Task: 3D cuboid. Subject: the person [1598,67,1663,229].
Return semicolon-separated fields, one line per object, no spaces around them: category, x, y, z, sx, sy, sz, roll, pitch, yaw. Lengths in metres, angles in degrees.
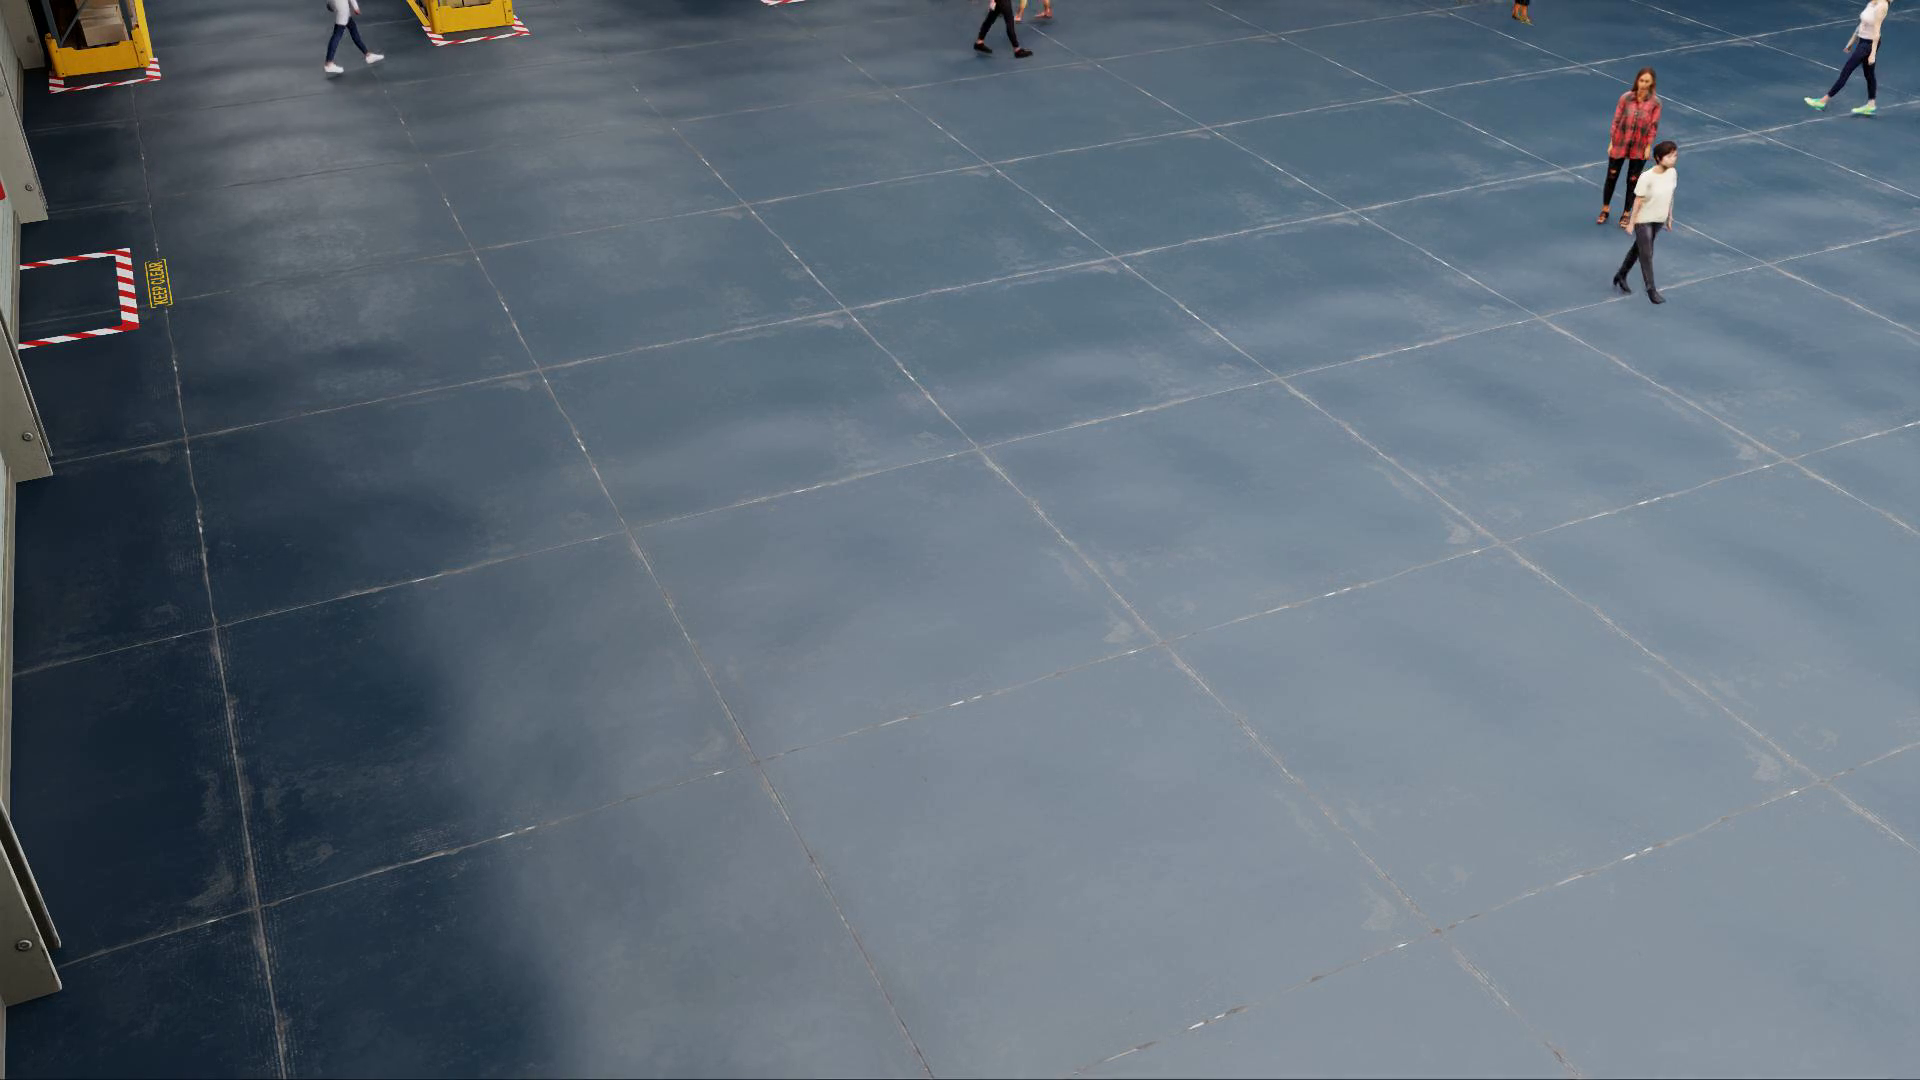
person;7.084;-4.158;17.571;0.663;1.700;0.758;17;37;24

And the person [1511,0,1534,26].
person;8.242;-8.344;24.242;0.658;1.445;0.735;-20;38;-28

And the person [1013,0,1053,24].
person;1.125;-8.306;23.976;0.789;1.670;0.974;-7;34;-11

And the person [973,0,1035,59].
person;0.474;-7.395;22.577;1.176;1.668;1.102;12;35;18

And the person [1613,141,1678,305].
person;6.601;-3.091;16.063;0.595;1.554;0.945;-15;36;-21

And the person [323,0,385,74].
person;-8.256;-7.019;21.941;0.959;1.730;1.159;-28;42;-36

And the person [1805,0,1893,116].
person;11.285;-6.047;20.508;1.125;1.664;1.116;8;34;12
